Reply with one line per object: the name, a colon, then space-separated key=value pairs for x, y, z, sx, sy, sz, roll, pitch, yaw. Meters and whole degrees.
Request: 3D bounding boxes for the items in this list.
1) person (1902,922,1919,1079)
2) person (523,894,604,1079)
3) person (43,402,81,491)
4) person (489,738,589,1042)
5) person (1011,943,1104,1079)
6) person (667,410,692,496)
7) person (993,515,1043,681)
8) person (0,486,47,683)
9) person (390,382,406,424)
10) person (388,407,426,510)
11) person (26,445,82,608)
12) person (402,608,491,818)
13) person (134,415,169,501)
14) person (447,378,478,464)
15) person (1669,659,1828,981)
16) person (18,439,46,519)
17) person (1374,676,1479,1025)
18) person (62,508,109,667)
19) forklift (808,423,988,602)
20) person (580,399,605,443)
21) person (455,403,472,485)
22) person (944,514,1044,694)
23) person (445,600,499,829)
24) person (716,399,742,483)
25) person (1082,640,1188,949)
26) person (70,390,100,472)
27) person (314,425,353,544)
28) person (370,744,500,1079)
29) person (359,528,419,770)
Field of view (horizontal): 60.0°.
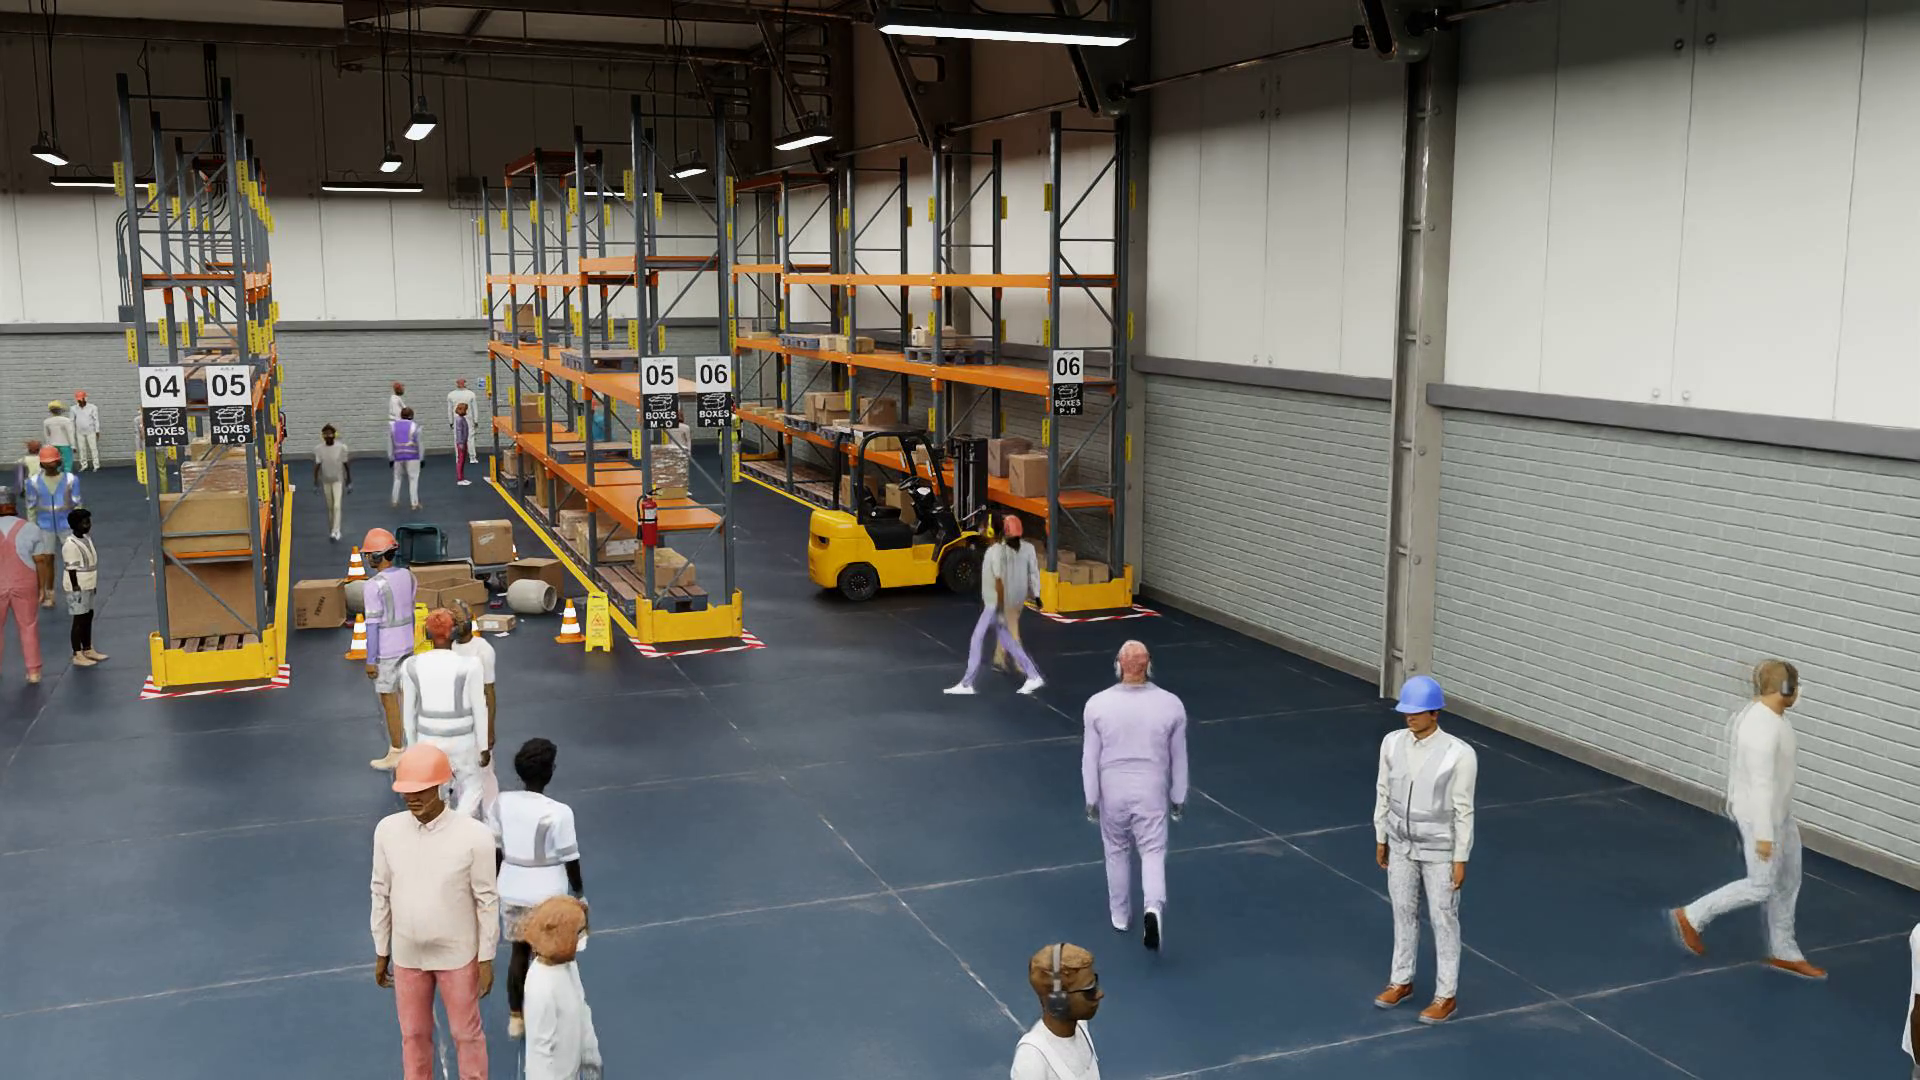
person: x=4.031 y=2.131 z=6.765 sx=0.520 sy=1.873 sz=0.328 roll=-6 pitch=11 yaw=-35
person: x=-1.578 y=2.238 z=6.875 sx=0.431 sy=1.614 sz=0.534 roll=-1 pitch=9 yaw=-3
person: x=-17.164 y=-1.777 z=31.816 sx=0.663 sy=1.732 sz=0.339 roll=0 pitch=9 yaw=-1
person: x=-2.262 y=1.889 z=8.855 sx=0.583 sy=1.691 sz=0.319 roll=4 pitch=10 yaw=26
person: x=0.351 y=2.295 z=5.815 sx=0.345 sy=1.847 sz=0.506 roll=3 pitch=10 yaw=20
person: x=-5.273 y=-1.631 z=31.183 sx=0.500 sy=1.636 sz=0.281 roll=1 pitch=9 yaw=9
person: x=0.566 y=0.587 z=17.010 sx=0.547 sy=1.690 sz=0.898 roll=-6 pitch=11 yaw=-32
person: x=-9.617 y=0.449 z=16.823 sx=0.685 sy=2.000 sz=0.536 roll=-6 pitch=11 yaw=-32
person: x=-12.061 y=-2.493 z=35.945 sx=0.463 sy=1.866 sz=0.694 roll=-2 pitch=9 yaw=-10
person: x=-9.770 y=-1.443 z=29.452 sx=0.653 sy=1.820 sz=0.438 roll=1 pitch=9 yaw=9
person: x=-11.251 y=-0.168 z=20.697 sx=0.614 sy=2.041 sz=0.389 roll=-4 pitch=10 yaw=-22
person: x=-3.517 y=1.389 z=11.428 sx=0.601 sy=1.872 sz=0.423 roll=1 pitch=9 yaw=5
person: x=-14.815 y=-1.677 z=30.557 sx=0.594 sy=1.926 sz=0.368 roll=-4 pitch=10 yaw=-24
person: x=-10.904 y=-2.614 z=36.538 sx=0.639 sy=1.904 sz=0.409 roll=-1 pitch=9 yaw=-7
person: x=4.714 y=1.635 z=9.800 sx=0.793 sy=1.904 sz=0.653 roll=6 pitch=11 yaw=32
person: x=-14.307 y=-0.757 z=25.774 sx=0.516 sy=1.616 sz=0.720 roll=-4 pitch=10 yaw=-21
person: x=2.572 y=1.702 z=9.269 sx=0.409 sy=1.943 sz=0.612 roll=-8 pitch=12 yaw=-41
person: x=-9.301 y=0.501 z=17.608 sx=0.321 sy=1.686 sz=0.539 roll=-1 pitch=9 yaw=-8
forklift: x=-0.830 y=-0.399 z=21.676 sx=2.313 sy=2.155 sz=1.214 roll=-4 pitch=10 yaw=-21
person: x=-7.243 y=-1.930 z=32.741 sx=0.586 sy=1.732 sz=0.444 roll=2 pitch=9 yaw=13
person: x=-9.832 y=-1.901 z=32.890 sx=0.274 sy=1.632 sz=0.503 roll=-1 pitch=9 yaw=-6
person: x=0.368 y=0.638 z=16.341 sx=0.980 sy=1.831 sz=0.519 roll=1 pitch=9 yaw=6
person: x=-3.530 y=1.327 z=11.963 sx=0.506 sy=1.836 sz=0.348 roll=5 pitch=10 yaw=29
person: x=-4.587 y=-1.969 z=33.113 sx=0.535 sy=1.700 sz=0.318 roll=3 pitch=10 yaw=19
person: x=1.077 y=1.569 z=10.256 sx=0.652 sy=1.890 sz=0.719 roll=0 pitch=9 yaw=3
person: x=-18.411 y=-2.285 z=34.985 sx=0.574 sy=1.738 sz=0.352 roll=-1 pitch=9 yaw=-9
person: x=-9.735 y=-0.860 z=25.760 sx=0.524 sy=1.815 sz=0.986 roll=-1 pitch=9 yaw=-6
person: x=-2.445 y=1.915 z=7.738 sx=0.612 sy=1.995 sz=0.382 roll=1 pitch=9 yaw=7
person: x=-4.798 y=0.911 z=13.958 sx=0.419 sy=2.034 sz=0.605 roll=2 pitch=9 yaw=15
